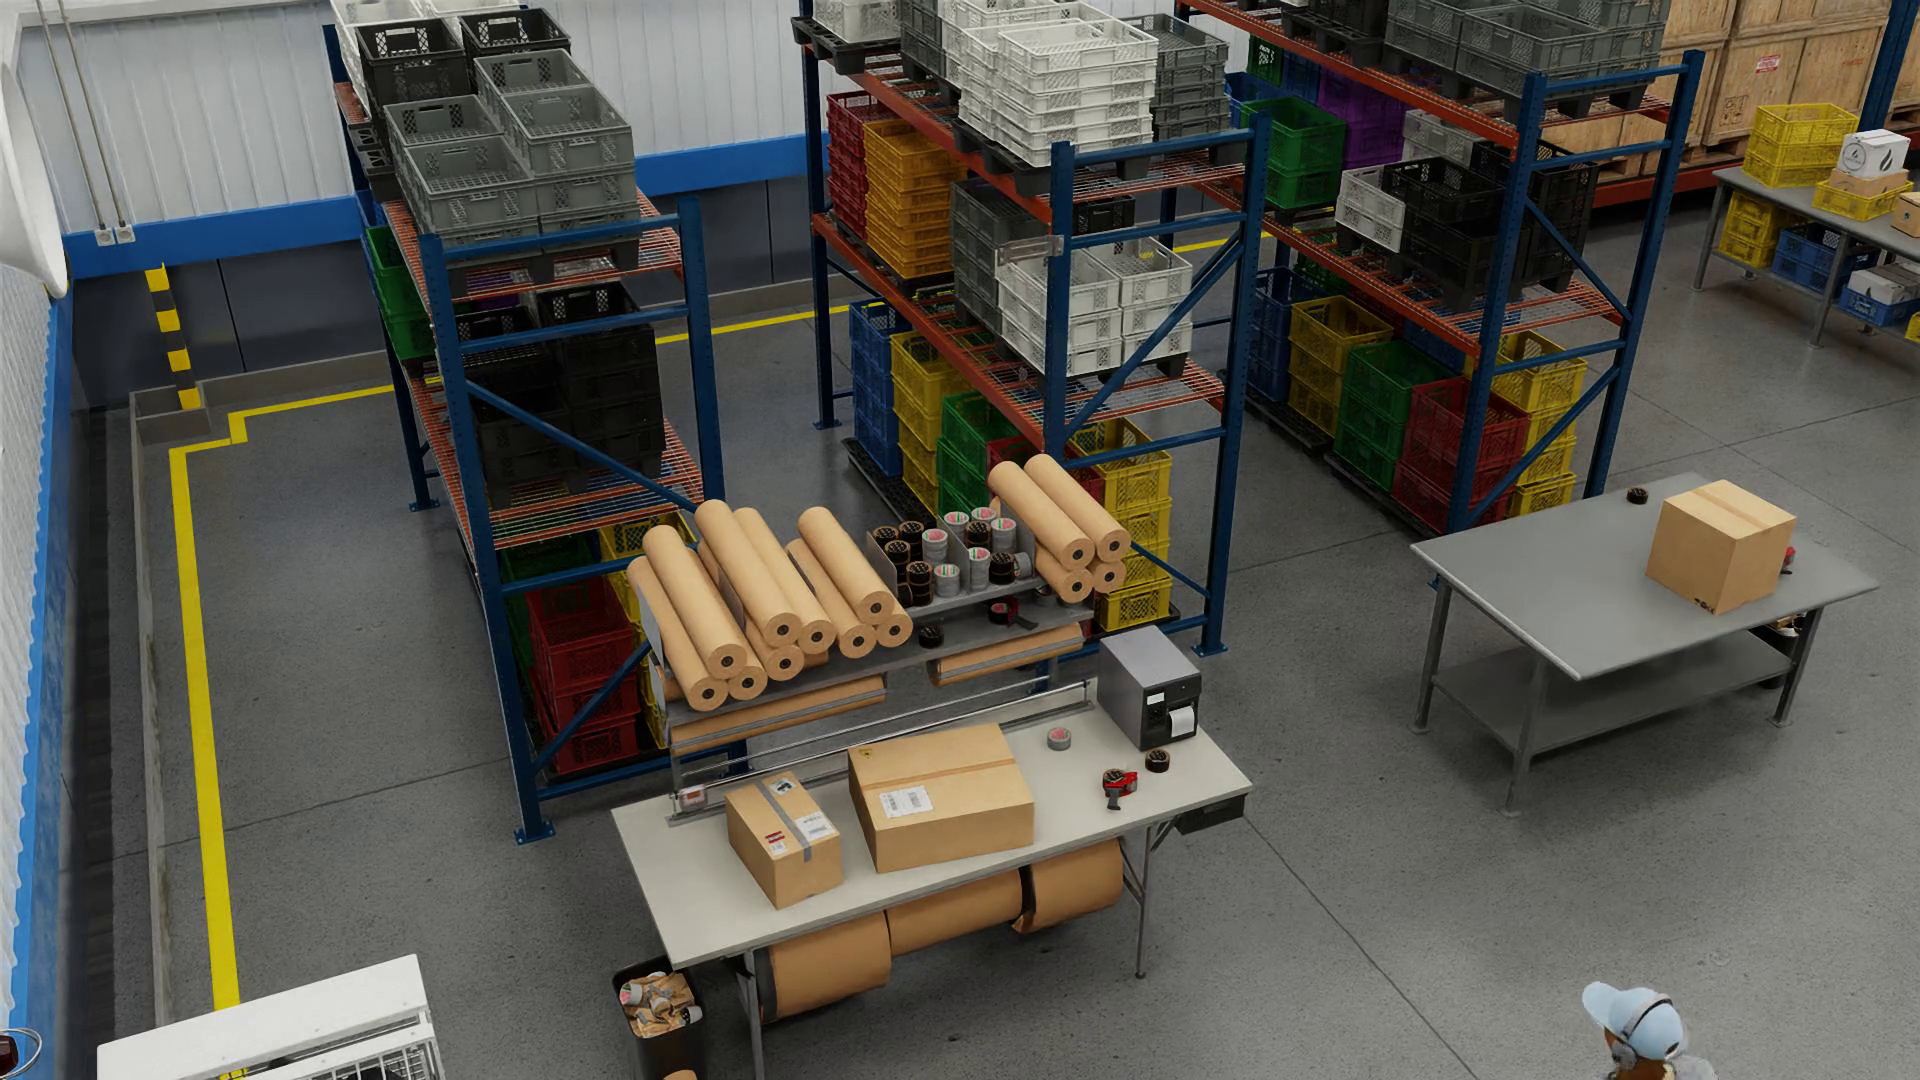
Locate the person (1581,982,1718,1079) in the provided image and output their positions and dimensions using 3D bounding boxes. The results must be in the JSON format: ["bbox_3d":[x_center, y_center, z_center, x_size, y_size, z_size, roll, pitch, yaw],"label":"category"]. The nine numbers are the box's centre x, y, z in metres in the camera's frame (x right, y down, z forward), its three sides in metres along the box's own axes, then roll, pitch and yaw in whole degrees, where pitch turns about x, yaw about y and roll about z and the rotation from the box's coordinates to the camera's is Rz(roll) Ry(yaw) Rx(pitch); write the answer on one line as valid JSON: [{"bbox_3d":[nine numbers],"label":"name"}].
[{"bbox_3d":[1.955,2.064,5.137,0.603,1.823,0.830,-13,34,-19],"label":"person"}]
